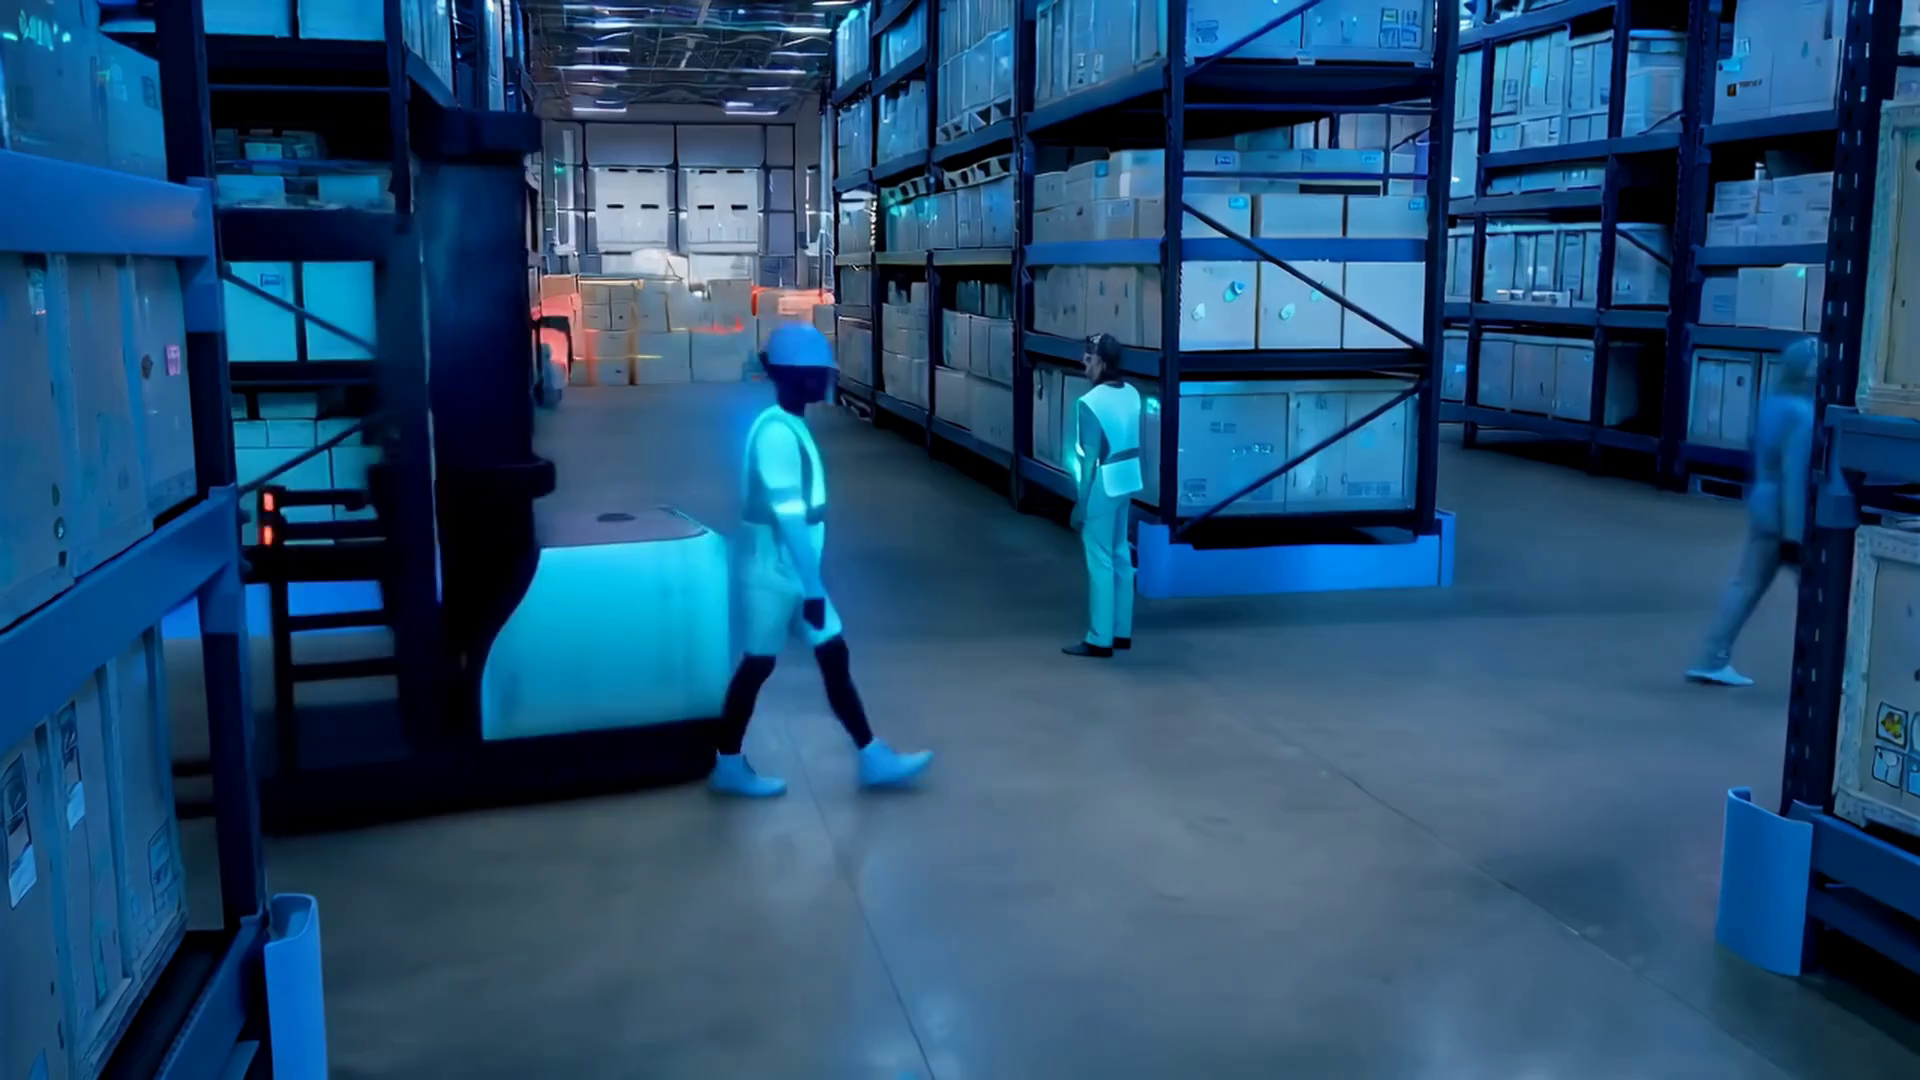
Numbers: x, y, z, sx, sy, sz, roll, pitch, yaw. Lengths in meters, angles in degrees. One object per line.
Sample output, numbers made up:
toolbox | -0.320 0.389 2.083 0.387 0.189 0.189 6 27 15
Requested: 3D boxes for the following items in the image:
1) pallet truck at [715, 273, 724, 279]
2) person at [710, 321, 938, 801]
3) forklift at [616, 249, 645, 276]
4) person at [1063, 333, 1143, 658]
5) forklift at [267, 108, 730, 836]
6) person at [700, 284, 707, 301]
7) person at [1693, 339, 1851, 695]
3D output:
pallet truck | -8.580 -8.986 62.280 1.885 1.965 0.823 1 9 5
person | -0.584 0.114 6.809 1.024 1.990 0.629 0 9 2
forklift | -11.332 -8.624 57.390 1.129 2.768 1.873 -8 12 -39
person | 0.832 -0.249 9.486 0.389 1.847 0.567 6 11 32
forklift | -2.003 -0.361 7.021 1.873 2.768 1.129 -4 10 -22
person | -9.163 -8.432 60.064 0.341 1.613 0.660 5 10 26
person | 4.360 -0.113 8.633 0.986 1.852 0.664 1 9 8
